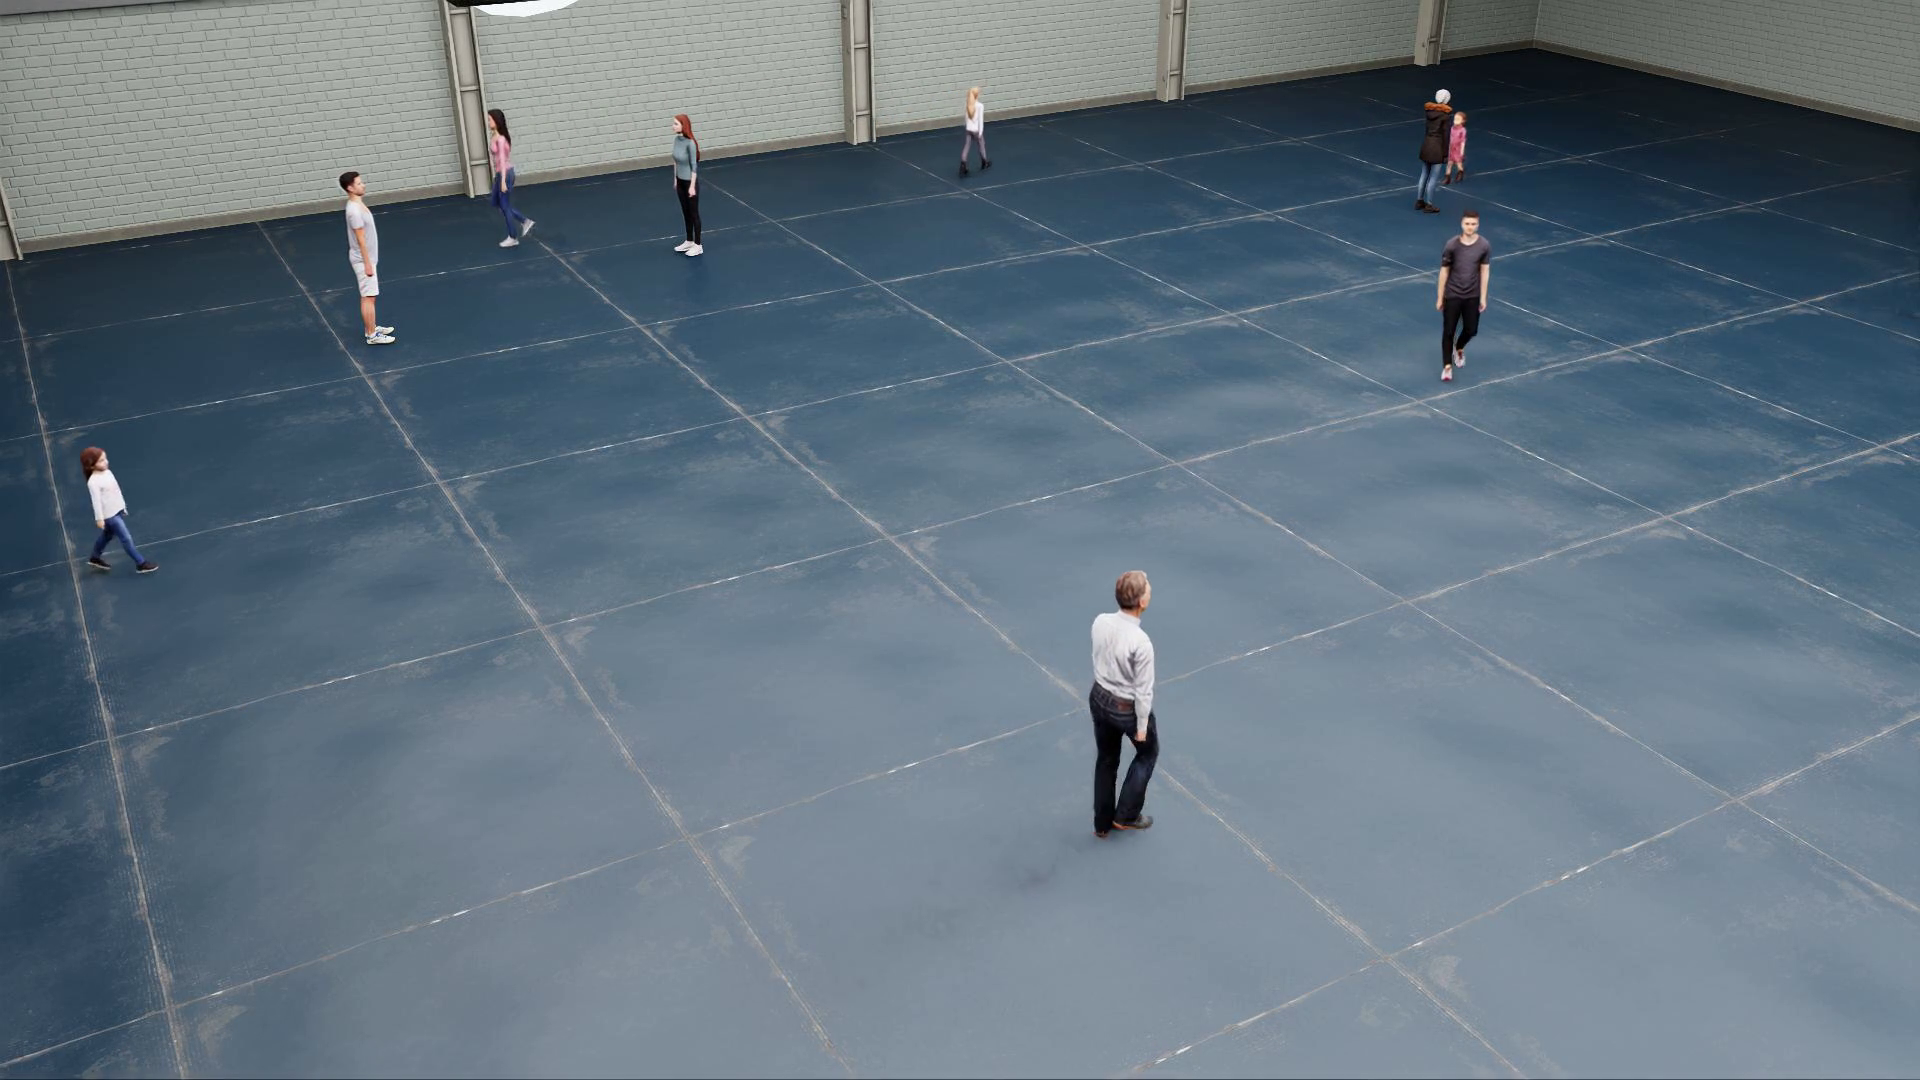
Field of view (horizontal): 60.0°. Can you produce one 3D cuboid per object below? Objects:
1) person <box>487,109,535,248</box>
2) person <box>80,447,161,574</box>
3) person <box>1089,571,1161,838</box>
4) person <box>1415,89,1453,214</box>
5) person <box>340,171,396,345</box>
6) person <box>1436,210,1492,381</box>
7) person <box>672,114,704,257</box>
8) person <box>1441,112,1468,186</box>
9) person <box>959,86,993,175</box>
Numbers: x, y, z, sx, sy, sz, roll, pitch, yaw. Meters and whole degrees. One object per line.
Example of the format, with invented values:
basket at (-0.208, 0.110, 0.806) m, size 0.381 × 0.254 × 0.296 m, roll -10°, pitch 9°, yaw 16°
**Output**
person at (-5.664, -4.567, 20.935) m, size 0.724 × 1.733 × 0.613 m, roll -12°, pitch 30°, yaw -22°
person at (-6.813, -0.229, 13.217) m, size 0.854 × 1.087 × 0.670 m, roll -1°, pitch 27°, yaw -2°
person at (0.907, 1.025, 9.995) m, size 0.705 × 1.807 × 0.716 m, roll -24°, pitch 36°, yaw -38°
person at (6.360, -5.232, 22.336) m, size 0.583 × 1.633 × 0.608 m, roll -14°, pitch 30°, yaw -25°
person at (-6.392, -3.034, 17.827) m, size 0.625 × 1.854 × 0.725 m, roll -9°, pitch 29°, yaw -17°
person at (5.106, -2.511, 16.921) m, size 0.852 × 1.752 × 0.911 m, roll 4°, pitch 28°, yaw 9°
person at (-3.379, -4.403, 20.607) m, size 0.574 × 1.742 × 0.606 m, roll -20°, pitch 33°, yaw -33°
person at (7.107, -5.594, 23.718) m, size 0.542 × 1.012 × 0.775 m, roll 25°, pitch 36°, yaw 39°
person at (0.156, -5.887, 24.034) m, size 0.772 × 1.244 × 0.983 m, roll 17°, pitch 32°, yaw 29°
